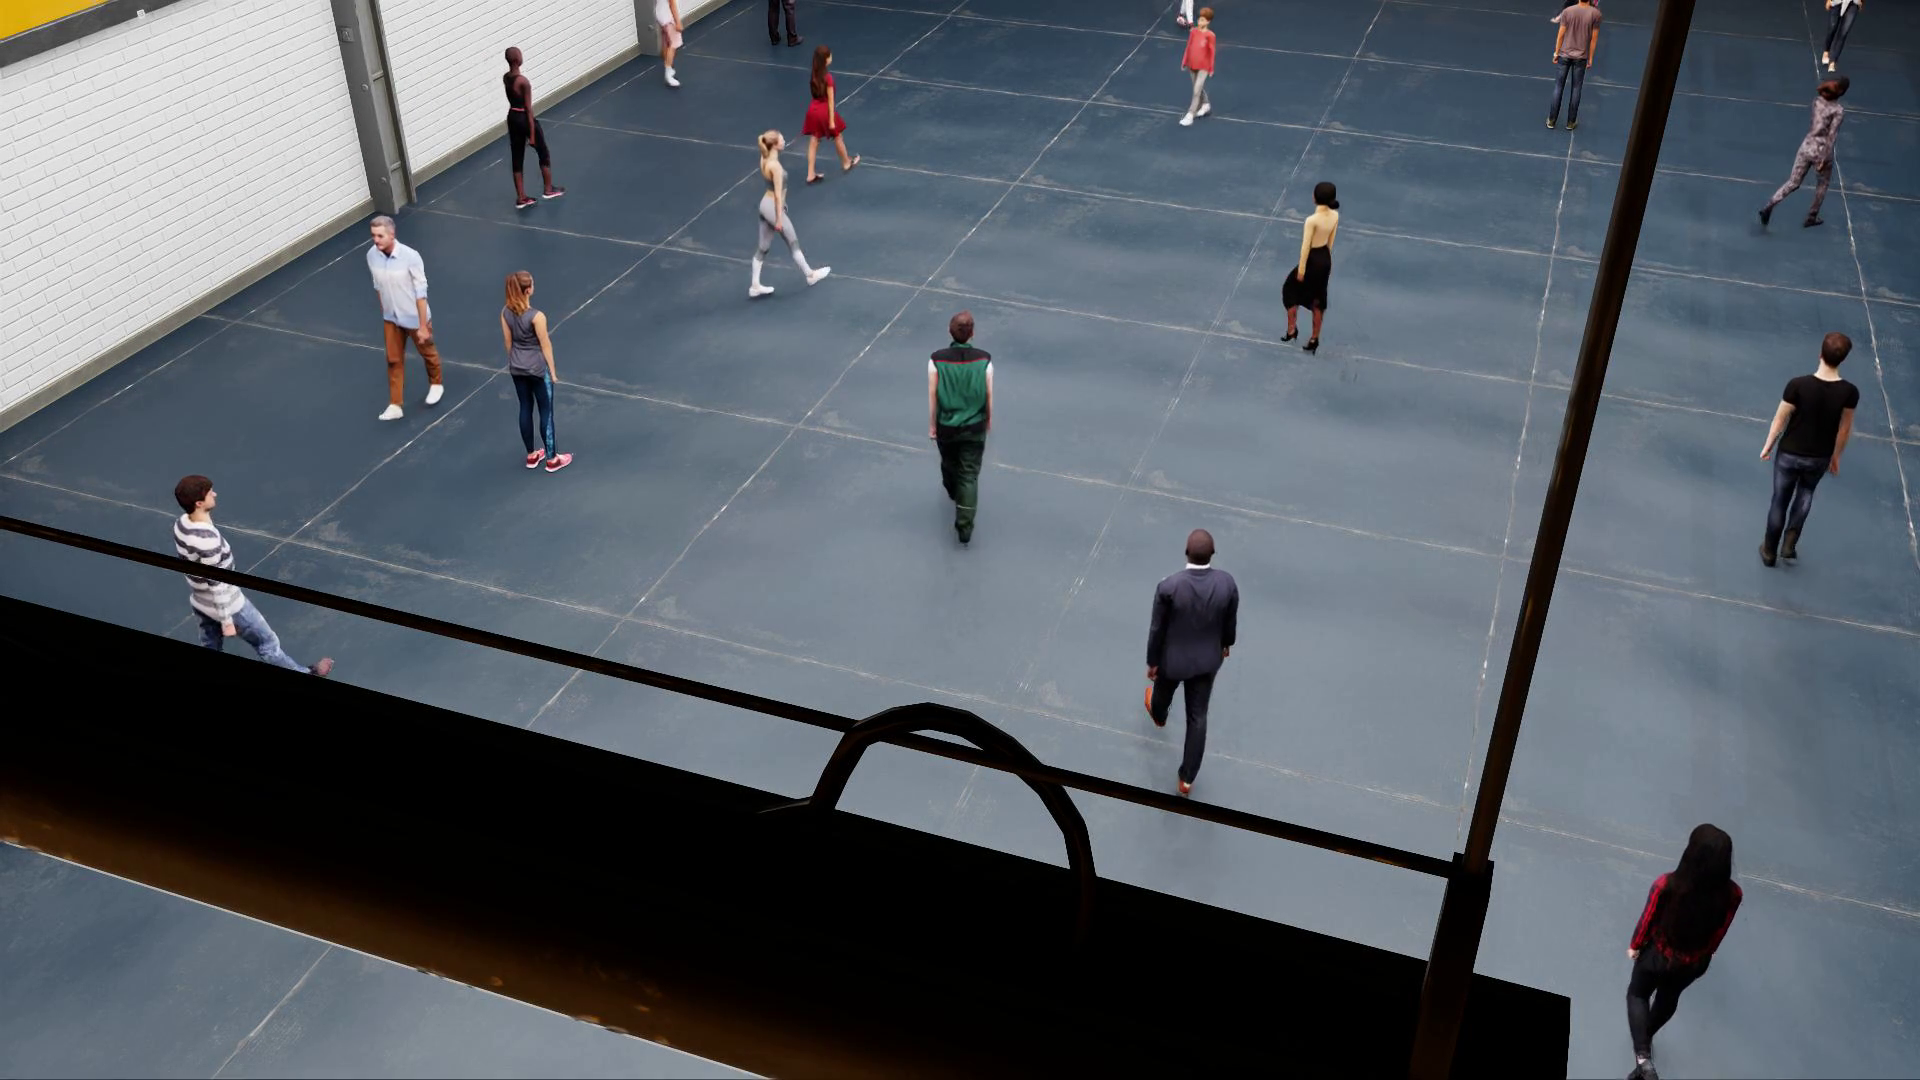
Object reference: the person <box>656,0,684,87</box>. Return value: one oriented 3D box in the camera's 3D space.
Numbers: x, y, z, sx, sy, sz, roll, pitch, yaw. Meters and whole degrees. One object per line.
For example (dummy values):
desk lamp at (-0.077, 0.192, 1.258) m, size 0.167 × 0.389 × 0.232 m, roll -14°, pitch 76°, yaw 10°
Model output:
person at (-3.847, -6.879, 21.752) m, size 0.908 × 1.752 × 0.810 m, roll -22°, pitch 39°, yaw -29°

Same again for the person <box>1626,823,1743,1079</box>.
person at (3.596, 2.116, 8.316) m, size 0.693 × 1.645 × 0.864 m, roll 4°, pitch 34°, yaw 6°

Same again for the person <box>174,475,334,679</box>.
person at (-4.838, 0.456, 10.668) m, size 0.987 × 1.805 × 1.251 m, roll 28°, pitch 43°, yaw 35°

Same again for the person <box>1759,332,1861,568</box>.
person at (6.187, -0.590, 12.166) m, size 0.696 × 1.890 × 0.657 m, roll 11°, pitch 35°, yaw 15°

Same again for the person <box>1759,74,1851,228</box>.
person at (8.969, -4.070, 17.583) m, size 1.091 × 1.688 × 1.063 m, roll -13°, pitch 36°, yaw -18°

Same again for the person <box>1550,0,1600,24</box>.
person at (9.049, -8.360, 23.986) m, size 1.145 × 1.745 × 1.134 m, roll -10°, pitch 35°, yaw -14°

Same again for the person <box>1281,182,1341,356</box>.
person at (3.287, -2.447, 15.184) m, size 0.763 × 1.640 × 0.822 m, roll -19°, pitch 38°, yaw -26°

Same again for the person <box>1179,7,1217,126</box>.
person at (2.995, -5.876, 20.573) m, size 1.014 × 1.386 × 0.789 m, roll -29°, pitch 43°, yaw -36°

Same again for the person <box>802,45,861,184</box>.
person at (-1.604, -4.784, 18.818) m, size 0.795 × 1.510 × 1.088 m, roll 26°, pitch 41°, yaw 33°

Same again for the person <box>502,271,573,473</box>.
person at (-3.478, -1.370, 13.490) m, size 0.561 × 1.723 × 0.529 m, roll 13°, pitch 36°, yaw 18°

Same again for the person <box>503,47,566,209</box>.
person at (-4.842, -4.470, 18.137) m, size 0.686 × 1.742 × 0.910 m, roll 18°, pitch 37°, yaw 24°

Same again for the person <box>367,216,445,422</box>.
person at (-4.727, -1.970, 14.331) m, size 0.796 × 1.791 × 1.081 m, roll 6°, pitch 34°, yaw 9°

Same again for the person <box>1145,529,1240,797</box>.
person at (1.415, 0.790, 10.186) m, size 1.002 × 1.783 × 1.250 m, roll -1°, pitch 34°, yaw -2°

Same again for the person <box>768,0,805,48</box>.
person at (-2.500, -7.806, 23.069) m, size 0.714 × 1.838 × 0.547 m, roll 13°, pitch 36°, yaw 18°

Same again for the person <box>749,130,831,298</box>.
person at (-1.894, -3.149, 16.223) m, size 1.136 × 1.660 × 1.013 m, roll -19°, pitch 38°, yaw -26°

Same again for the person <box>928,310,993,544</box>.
person at (0.015, -0.832, 12.620) m, size 0.904 × 1.789 × 1.245 m, roll 0°, pitch 34°, yaw 1°

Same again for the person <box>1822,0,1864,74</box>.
person at (11.793, -7.162, 22.190) m, size 0.621 × 1.739 × 1.075 m, roll 12°, pitch 36°, yaw 18°

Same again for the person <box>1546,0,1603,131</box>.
person at (7.474, -5.900, 20.255) m, size 0.616 × 1.778 × 0.531 m, roll 13°, pitch 36°, yaw 18°
